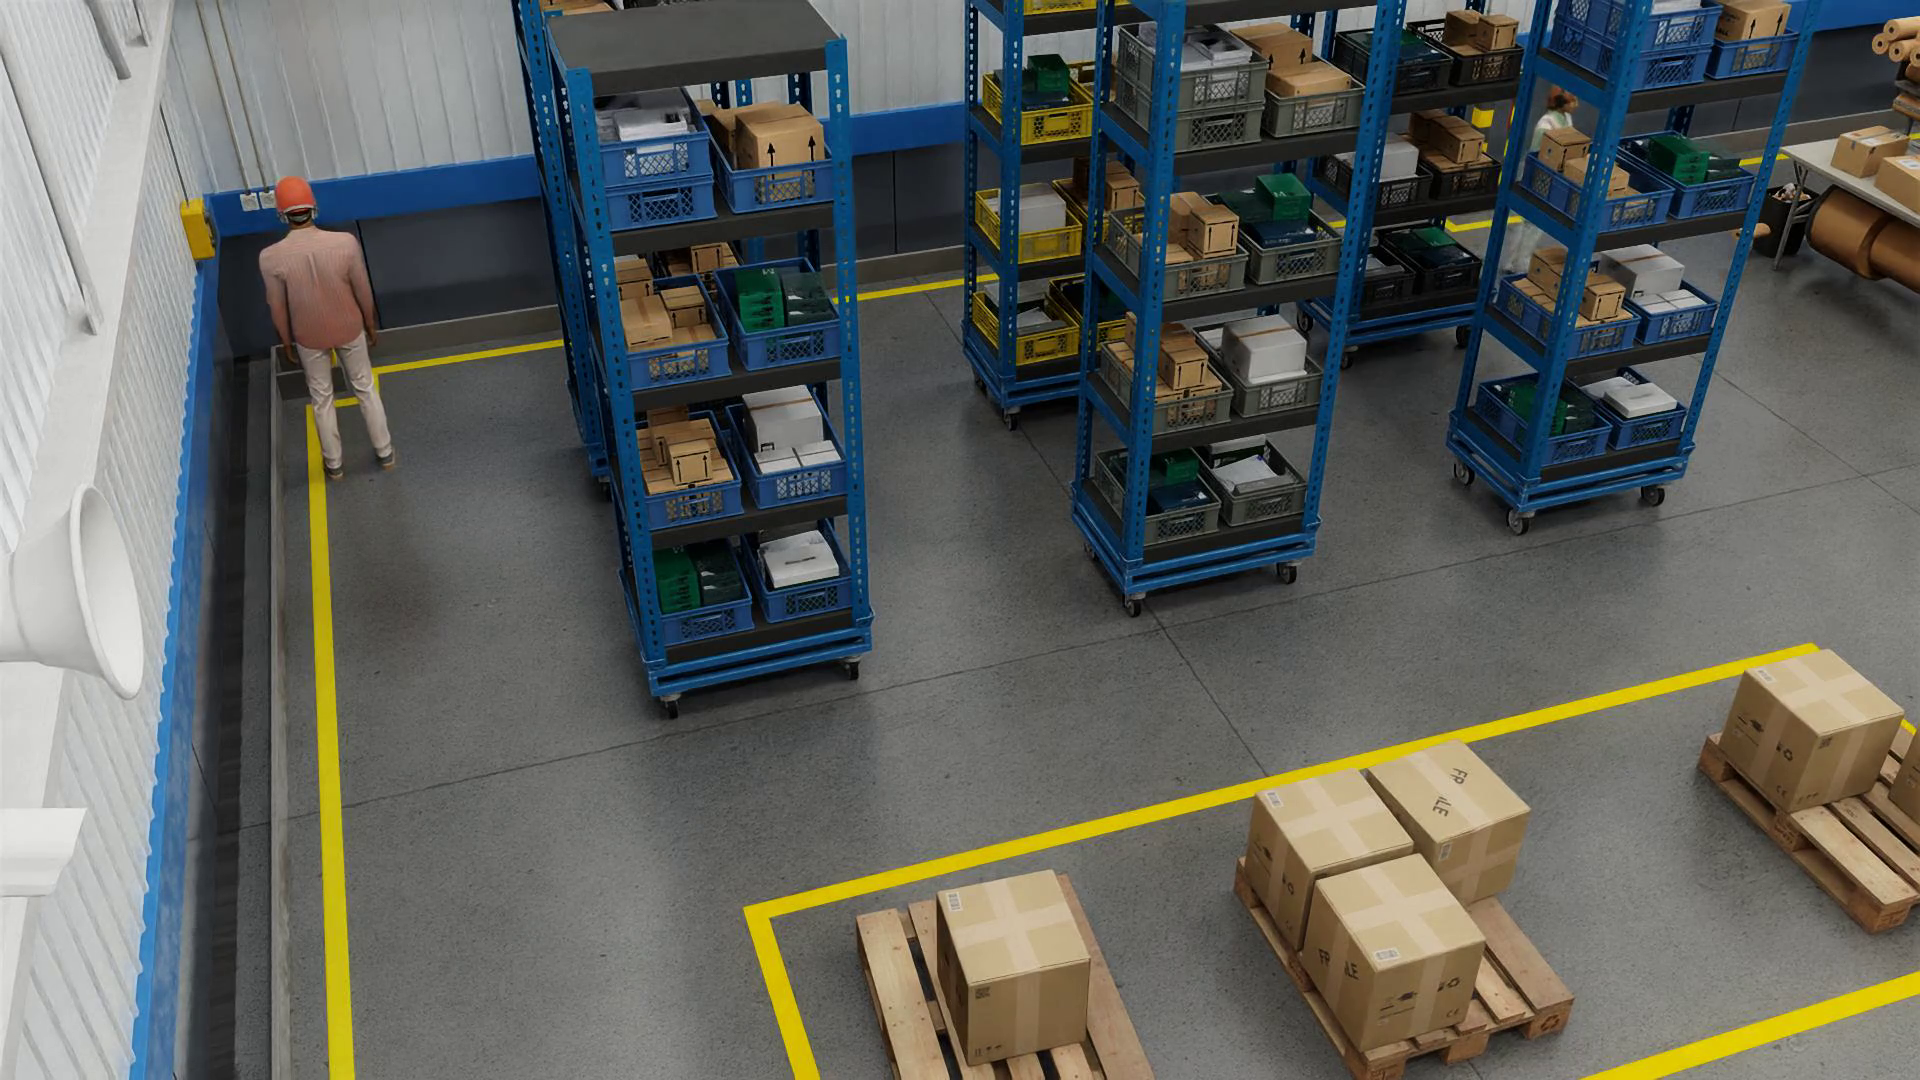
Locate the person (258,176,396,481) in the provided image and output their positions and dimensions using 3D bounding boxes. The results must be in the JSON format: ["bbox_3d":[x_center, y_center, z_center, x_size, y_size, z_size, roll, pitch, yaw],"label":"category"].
[{"bbox_3d":[-3.976,-1.325,10.438,0.612,1.985,0.416,-17,38,-22],"label":"person"}]

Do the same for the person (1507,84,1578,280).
[{"bbox_3d":[4.455,-2.715,12.712,0.318,1.642,0.518,24,42,30],"label":"person"}]
